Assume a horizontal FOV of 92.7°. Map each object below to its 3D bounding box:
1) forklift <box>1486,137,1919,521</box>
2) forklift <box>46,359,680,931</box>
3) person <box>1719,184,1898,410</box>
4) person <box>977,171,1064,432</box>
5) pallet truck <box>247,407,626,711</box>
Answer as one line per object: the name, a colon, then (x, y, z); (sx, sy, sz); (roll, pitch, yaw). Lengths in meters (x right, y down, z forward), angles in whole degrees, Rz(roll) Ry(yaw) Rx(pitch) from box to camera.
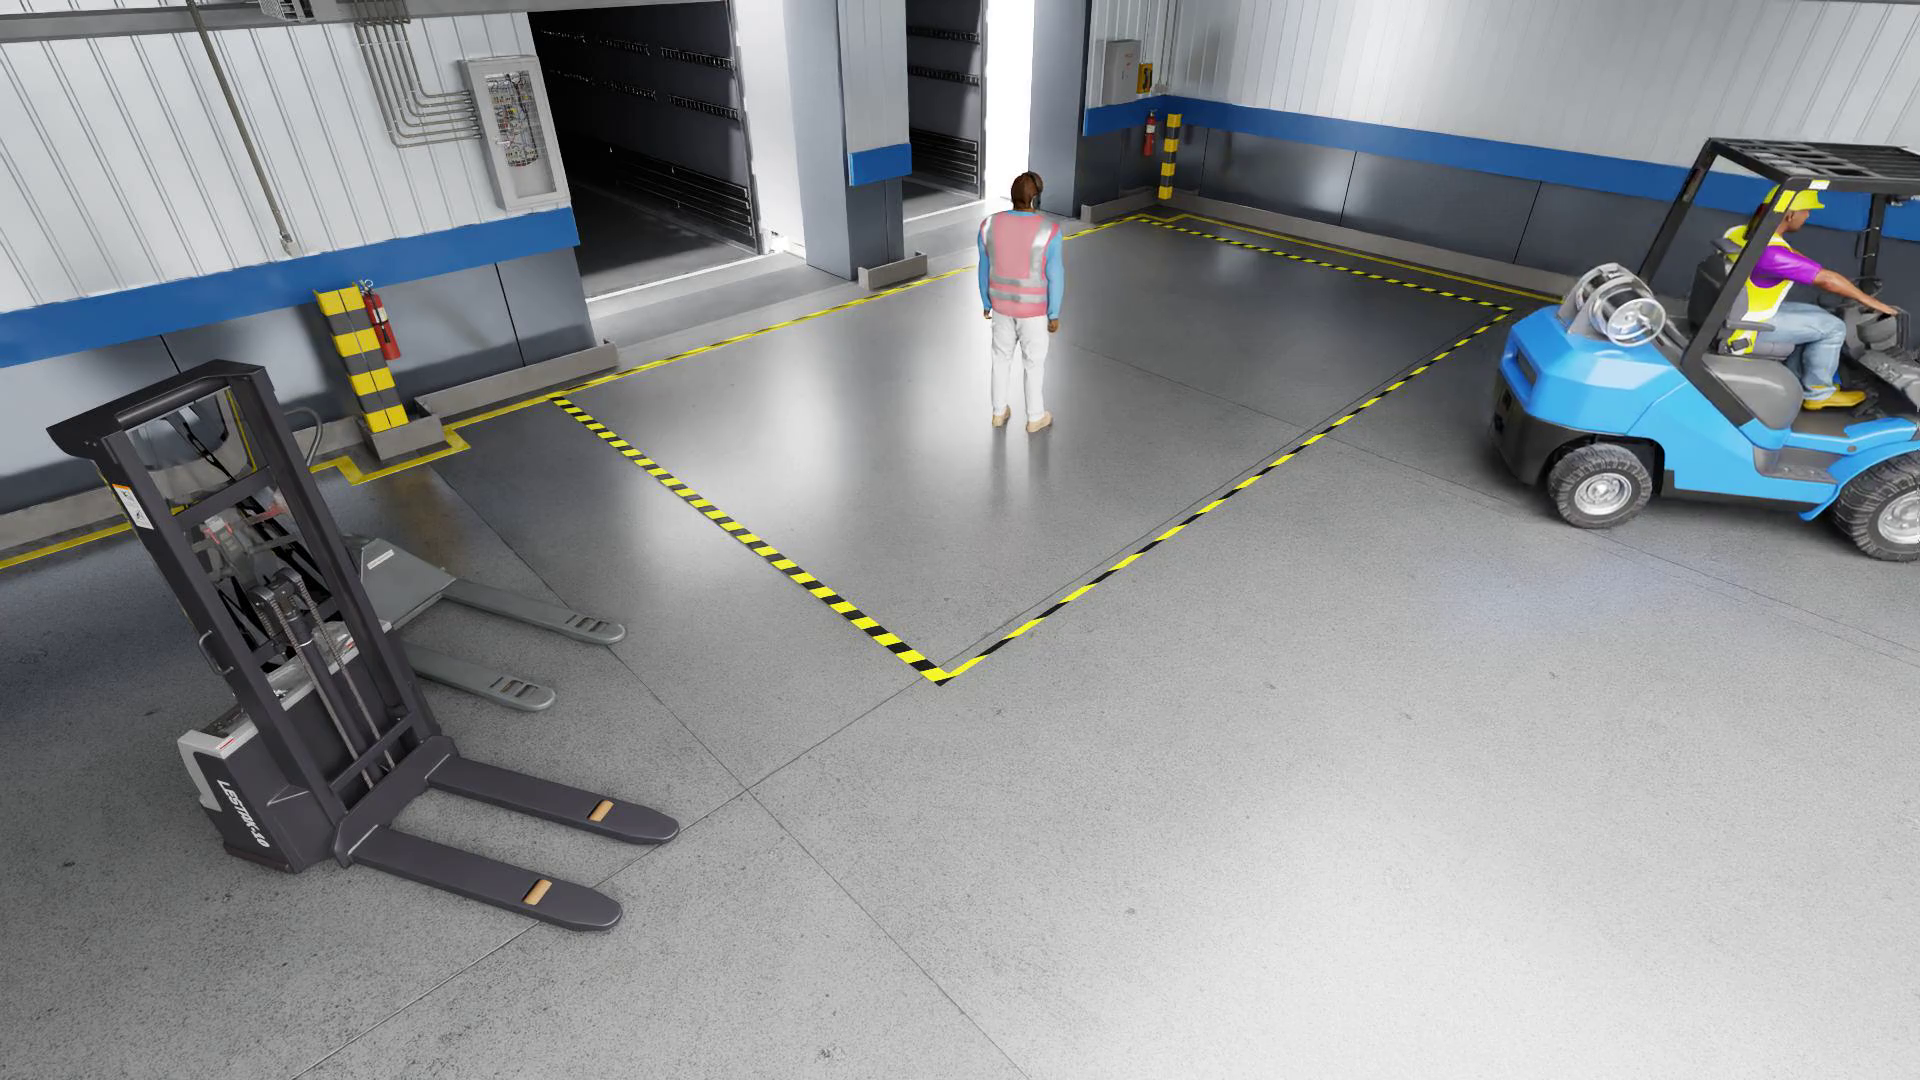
forklift: (4.967, -1.277, 5.536); (2.680, 2.036, 1.157); (8, 35, 11)
forklift: (-2.135, 0.422, 3.354); (1.885, 1.965, 0.823); (10, 35, 14)
person: (5.024, -1.420, 5.414); (1.004, 1.294, 0.635); (8, 35, 11)
person: (0.438, -1.664, 6.560); (0.625, 1.840, 0.430); (15, 37, 21)
pallet truck: (-2.628, 0.038, 4.590); (1.601, 1.201, 0.680); (12, 36, 18)
